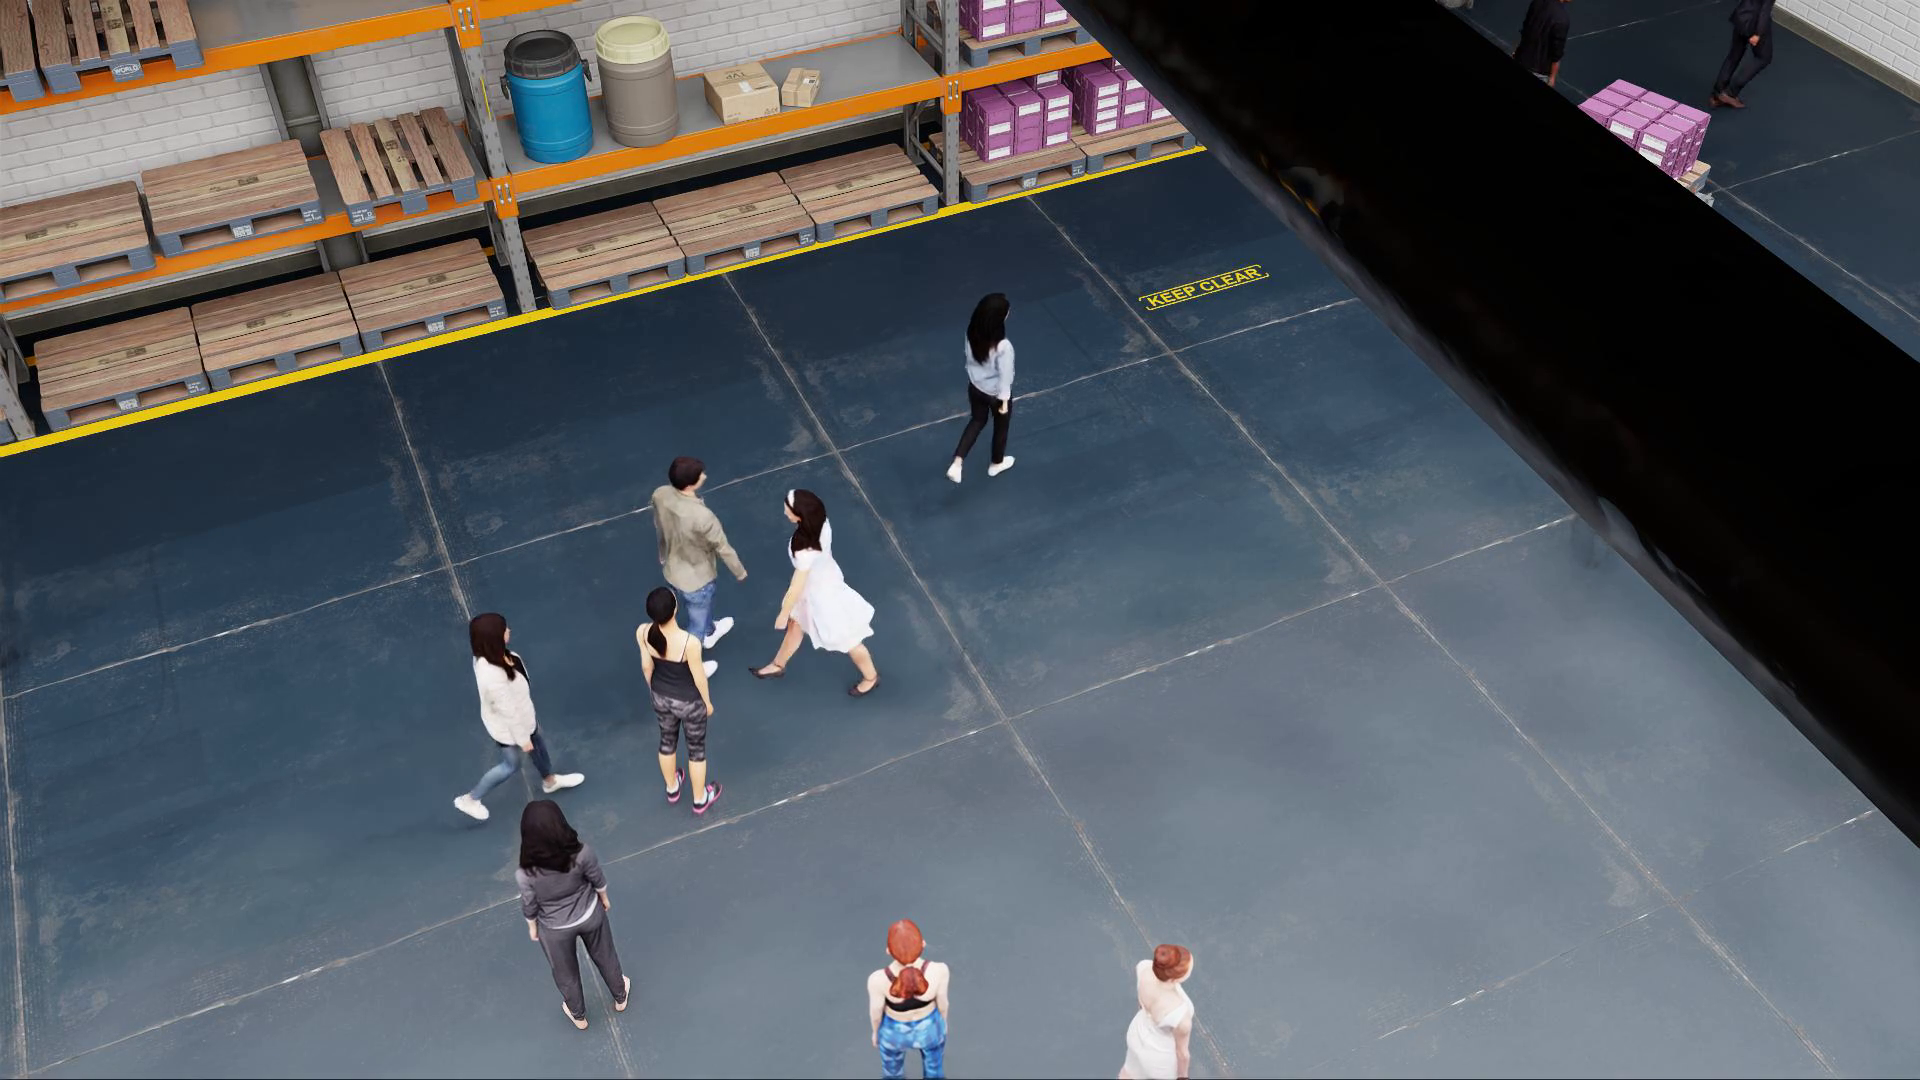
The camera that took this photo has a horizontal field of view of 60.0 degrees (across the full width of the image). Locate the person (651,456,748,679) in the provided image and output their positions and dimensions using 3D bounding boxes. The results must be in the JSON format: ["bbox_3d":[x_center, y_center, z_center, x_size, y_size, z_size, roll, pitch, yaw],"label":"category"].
[{"bbox_3d":[-1.776,0.261,10.600,0.906,1.835,1.010,31,52,29],"label":"person"}]

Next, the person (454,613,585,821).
[{"bbox_3d":[-2.753,1.078,9.901,1.016,1.616,0.661,-14,45,-14],"label":"person"}]

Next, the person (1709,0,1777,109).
[{"bbox_3d":[7.611,-5.019,16.133,0.759,1.848,0.748,-4,44,-5],"label":"person"}]

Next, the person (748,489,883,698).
[{"bbox_3d":[-0.778,0.397,10.511,1.227,1.762,1.013,0,44,0],"label":"person"}]

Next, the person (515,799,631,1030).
[{"bbox_3d":[-2.072,2.003,8.825,0.444,1.760,0.659,-19,47,-19],"label":"person"}]

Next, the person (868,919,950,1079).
[{"bbox_3d":[-0.239,2.476,8.314,0.575,1.782,0.680,-4,44,-4],"label":"person"}]

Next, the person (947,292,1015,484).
[{"bbox_3d":[0.157,-1.048,12.081,0.824,1.688,1.001,32,52,29],"label":"person"}]

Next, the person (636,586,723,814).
[{"bbox_3d":[-1.697,0.963,9.949,0.664,1.717,0.722,15,46,15],"label":"person"}]

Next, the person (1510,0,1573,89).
[{"bbox_3d":[5.321,-4.448,15.594,1.148,1.765,0.860,-13,45,-13],"label":"person"}]

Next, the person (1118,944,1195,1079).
[{"bbox_3d":[0.947,2.526,8.252,0.502,1.794,0.569,-20,47,-20],"label":"person"}]
